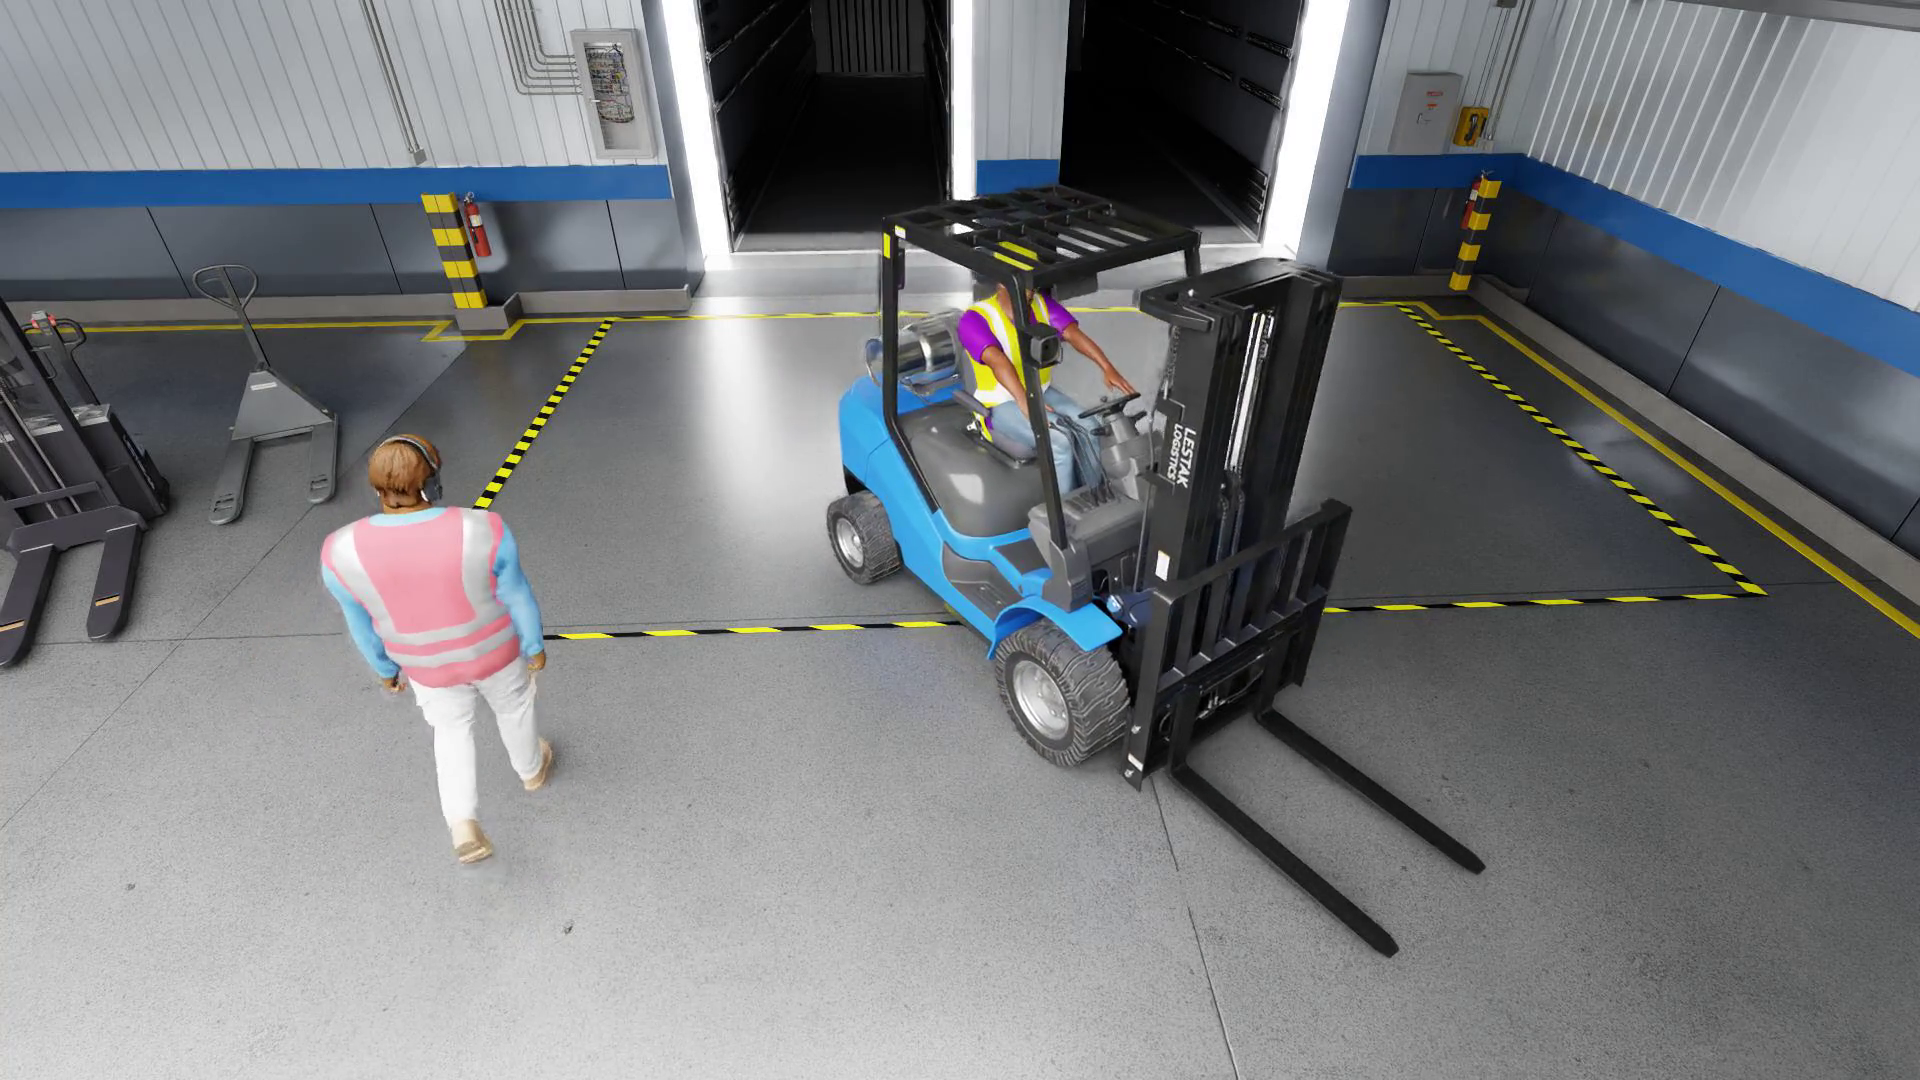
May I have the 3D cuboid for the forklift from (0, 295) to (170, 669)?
[{"bbox_3d":[-5.212,-0.618,4.878,0.823,1.965,1.885,-20,39,-26],"label":"forklift"}]

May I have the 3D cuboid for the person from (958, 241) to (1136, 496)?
[{"bbox_3d":[0.438,-0.670,4.314,0.635,1.293,1.004,-22,41,-29],"label":"person"}]

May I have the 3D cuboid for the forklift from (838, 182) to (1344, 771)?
[{"bbox_3d":[0.409,-0.547,4.465,1.157,2.036,2.680,-22,41,-29],"label":"forklift"}]

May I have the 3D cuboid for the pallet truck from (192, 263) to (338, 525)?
[{"bbox_3d":[-4.778,-1.027,6.128,0.680,1.201,1.601,-17,38,-23],"label":"pallet truck"}]

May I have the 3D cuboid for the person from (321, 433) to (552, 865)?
[{"bbox_3d":[-1.906,0.459,3.506,0.633,1.808,0.781,-12,36,-16],"label":"person"}]
